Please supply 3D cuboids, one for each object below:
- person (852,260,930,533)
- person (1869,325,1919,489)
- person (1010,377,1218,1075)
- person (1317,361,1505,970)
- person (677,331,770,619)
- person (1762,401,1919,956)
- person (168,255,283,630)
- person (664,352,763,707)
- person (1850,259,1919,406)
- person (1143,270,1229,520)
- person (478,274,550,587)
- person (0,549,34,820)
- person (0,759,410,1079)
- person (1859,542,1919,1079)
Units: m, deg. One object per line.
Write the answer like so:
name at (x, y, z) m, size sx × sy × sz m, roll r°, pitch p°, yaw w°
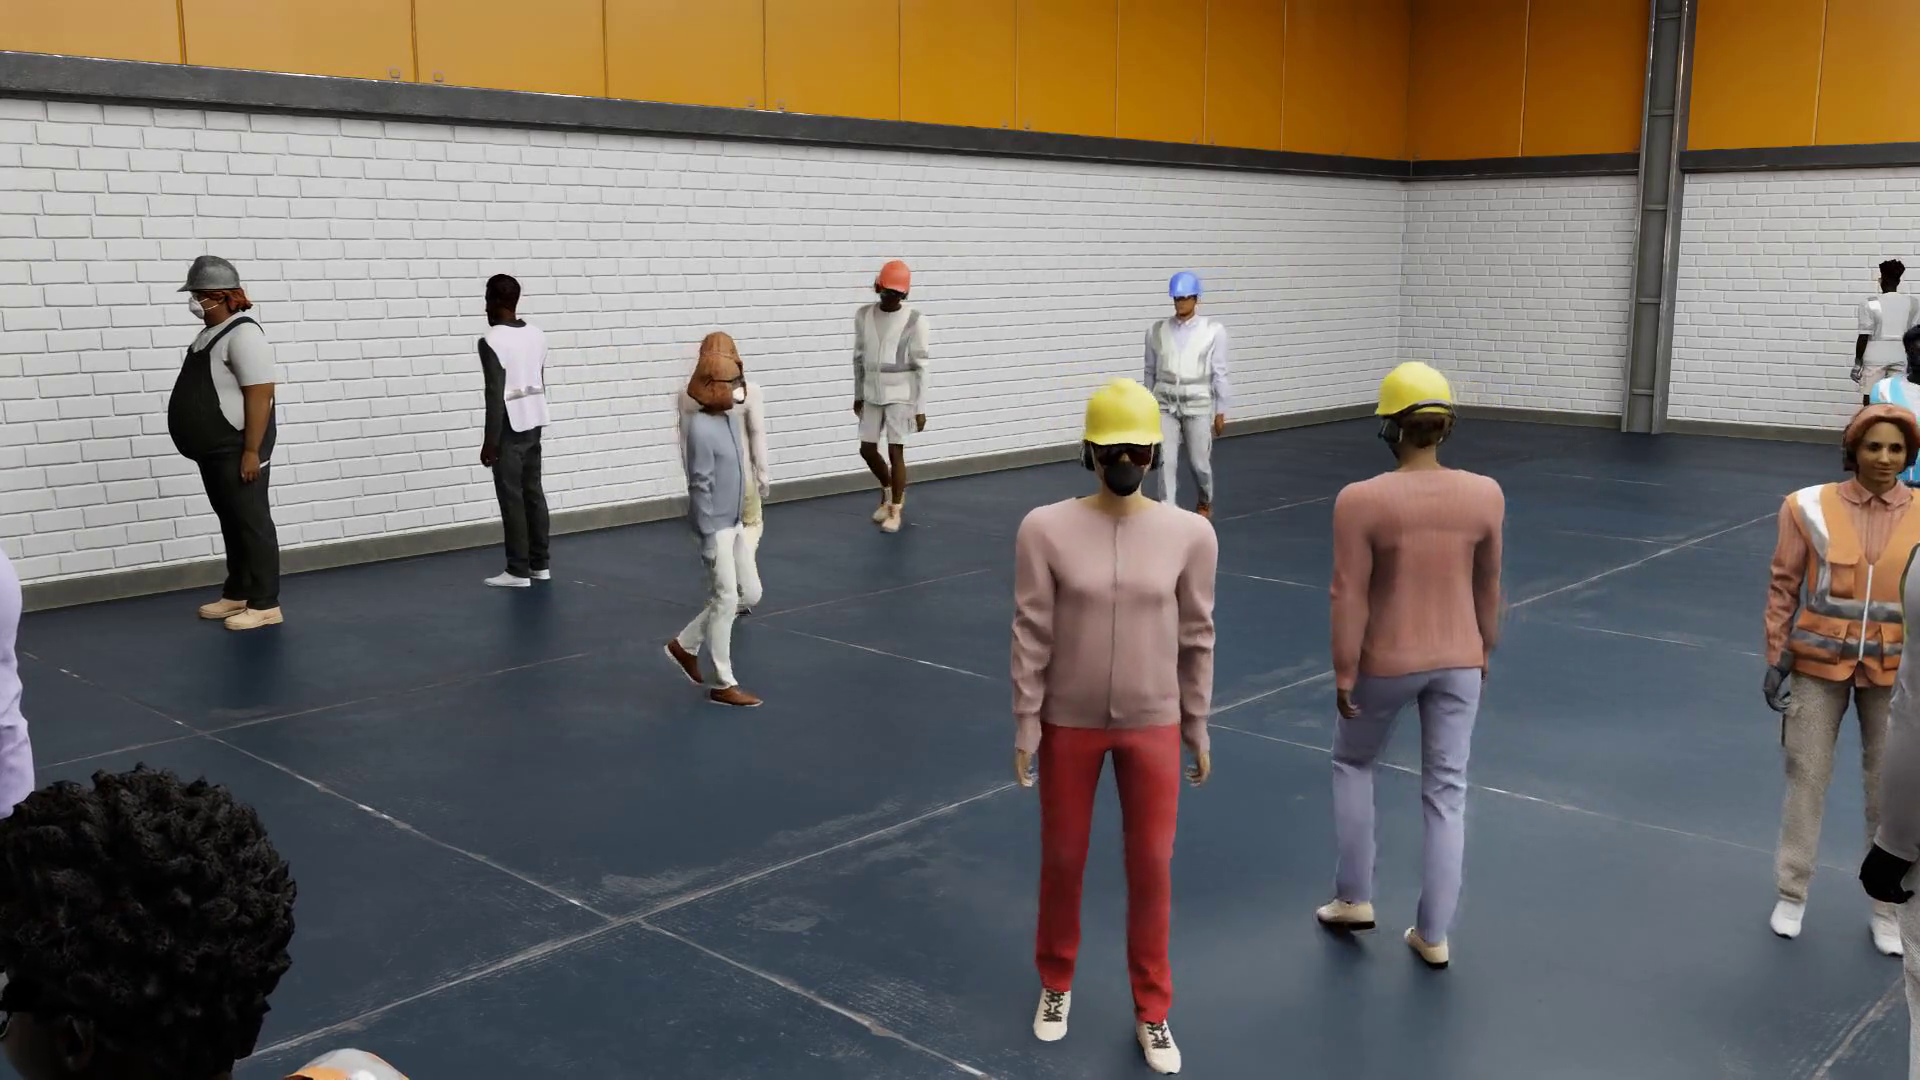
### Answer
person at (-0.487, -1.040, 12.145) m, size 0.676 × 1.992 × 0.726 m, roll 5°, pitch 11°, yaw 26°
person at (5.253, -0.351, 9.174) m, size 0.551 × 1.645 × 0.893 m, roll 7°, pitch 12°, yaw 36°
person at (0.389, 0.466, 4.252) m, size 0.526 × 1.775 × 0.345 m, roll 0°, pitch 10°, yaw -1°
person at (1.321, 0.359, 4.889) m, size 0.544 × 1.750 × 0.563 m, roll -1°, pitch 10°, yaw -3°
person at (-1.311, -0.348, 9.239) m, size 0.519 × 1.614 × 0.392 m, roll 1°, pitch 10°, yaw 7°
person at (2.666, 0.404, 4.948) m, size 0.522 × 1.634 × 0.311 m, roll 4°, pitch 11°, yaw 24°
person at (-4.035, -0.532, 9.110) m, size 0.535 × 2.000 × 0.684 m, roll -8°, pitch 13°, yaw -40°
person at (-1.116, -0.044, 7.528) m, size 0.419 × 1.616 × 0.515 m, roll 2°, pitch 10°, yaw 11°
person at (9.046, -1.739, 16.289) m, size 0.603 × 1.933 × 0.368 m, roll 0°, pitch 10°, yaw 1°
person at (1.614, -0.954, 11.862) m, size 0.612 × 1.929 × 0.721 m, roll 4°, pitch 11°, yaw 19°
person at (-2.744, -0.669, 10.239) m, size 0.411 × 1.917 × 0.611 m, roll 3°, pitch 10°, yaw 18°
person at (-1.826, 0.640, 2.728) m, size 0.373 × 1.940 × 0.629 m, roll 9°, pitch 14°, yaw 42°
person at (-0.590, 1.006, 1.360) m, size 0.321 × 1.689 × 0.530 m, roll 3°, pitch 10°, yaw 17°
person at (2.112, 0.575, 3.378) m, size 0.624 × 1.844 × 0.429 m, roll -2°, pitch 10°, yaw -12°
